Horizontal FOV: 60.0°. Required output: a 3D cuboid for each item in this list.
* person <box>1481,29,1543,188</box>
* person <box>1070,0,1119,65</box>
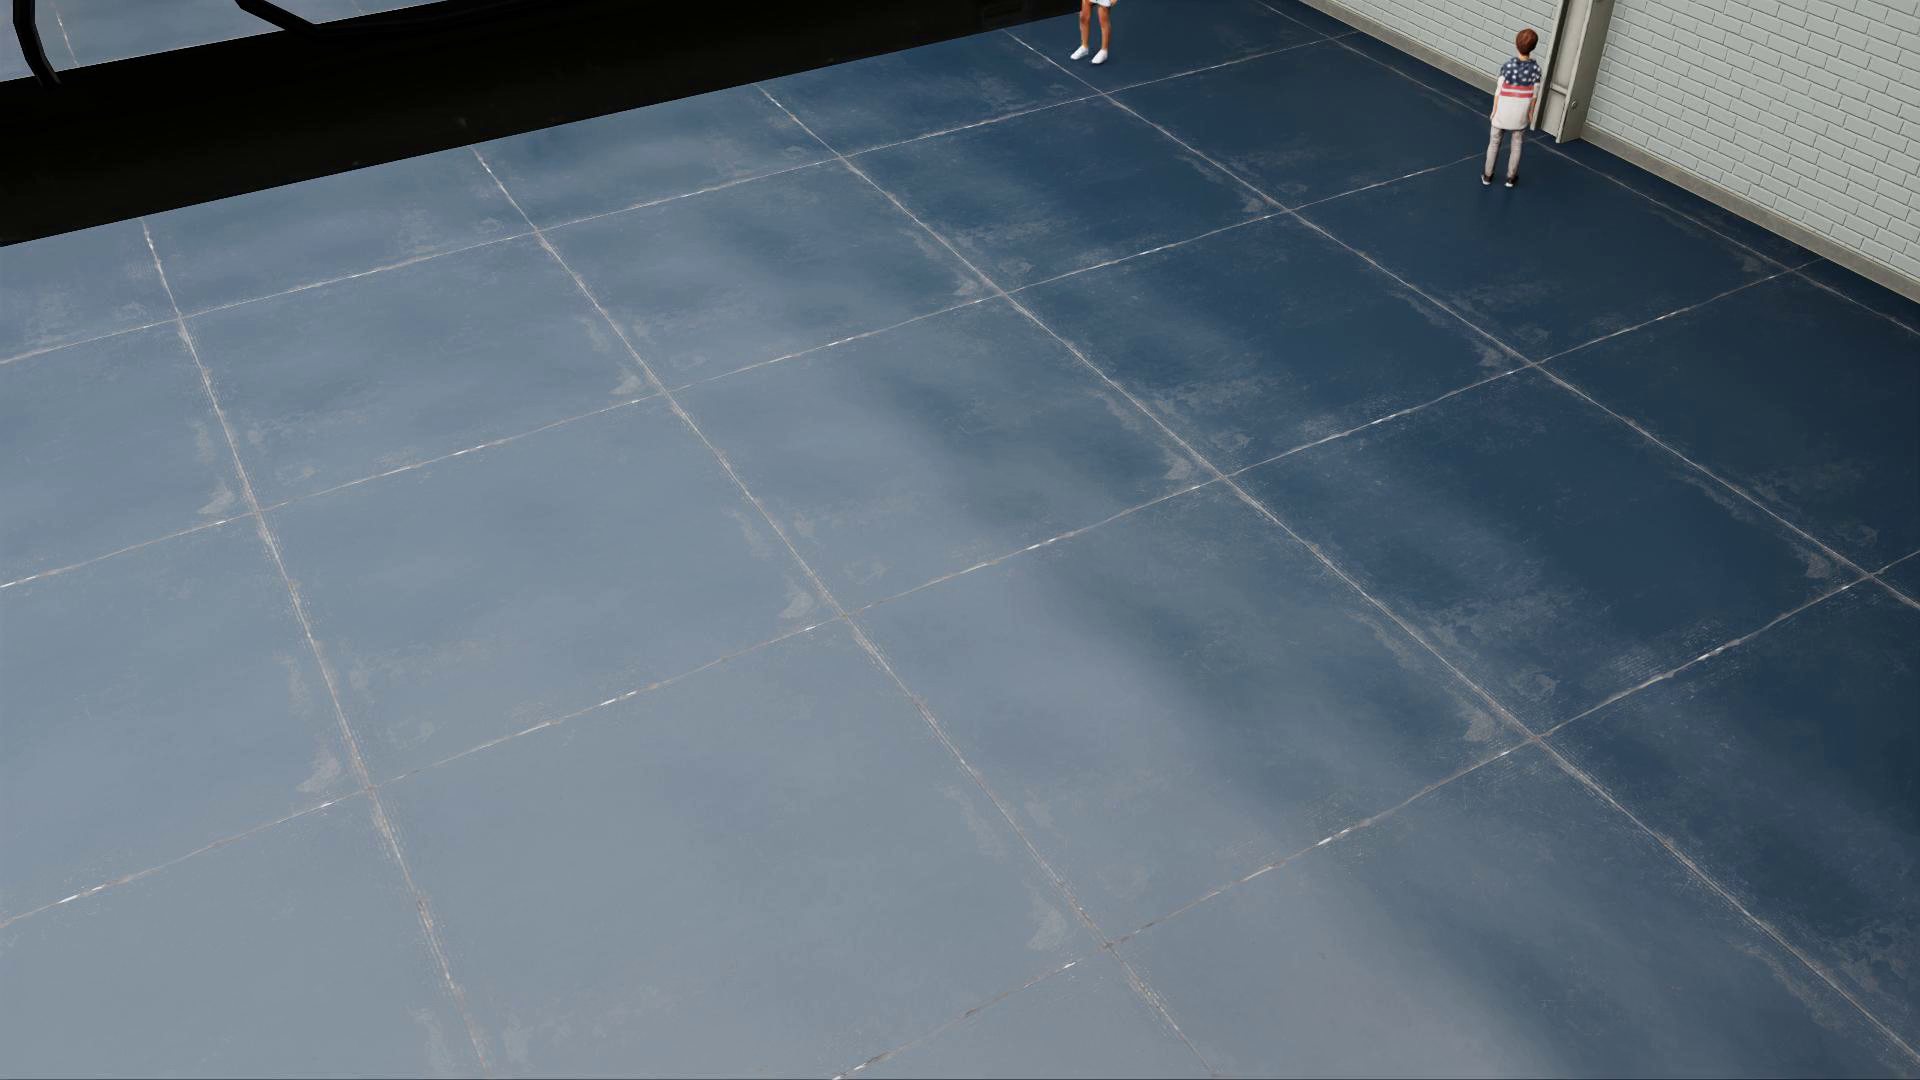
[{"bbox_3d":[4.988,-3.900,14.999,0.580,1.440,0.637,9,39,11],"label":"person"},{"bbox_3d":[1.481,-5.741,17.139,0.800,1.703,0.643,-22,43,-26],"label":"person"}]
